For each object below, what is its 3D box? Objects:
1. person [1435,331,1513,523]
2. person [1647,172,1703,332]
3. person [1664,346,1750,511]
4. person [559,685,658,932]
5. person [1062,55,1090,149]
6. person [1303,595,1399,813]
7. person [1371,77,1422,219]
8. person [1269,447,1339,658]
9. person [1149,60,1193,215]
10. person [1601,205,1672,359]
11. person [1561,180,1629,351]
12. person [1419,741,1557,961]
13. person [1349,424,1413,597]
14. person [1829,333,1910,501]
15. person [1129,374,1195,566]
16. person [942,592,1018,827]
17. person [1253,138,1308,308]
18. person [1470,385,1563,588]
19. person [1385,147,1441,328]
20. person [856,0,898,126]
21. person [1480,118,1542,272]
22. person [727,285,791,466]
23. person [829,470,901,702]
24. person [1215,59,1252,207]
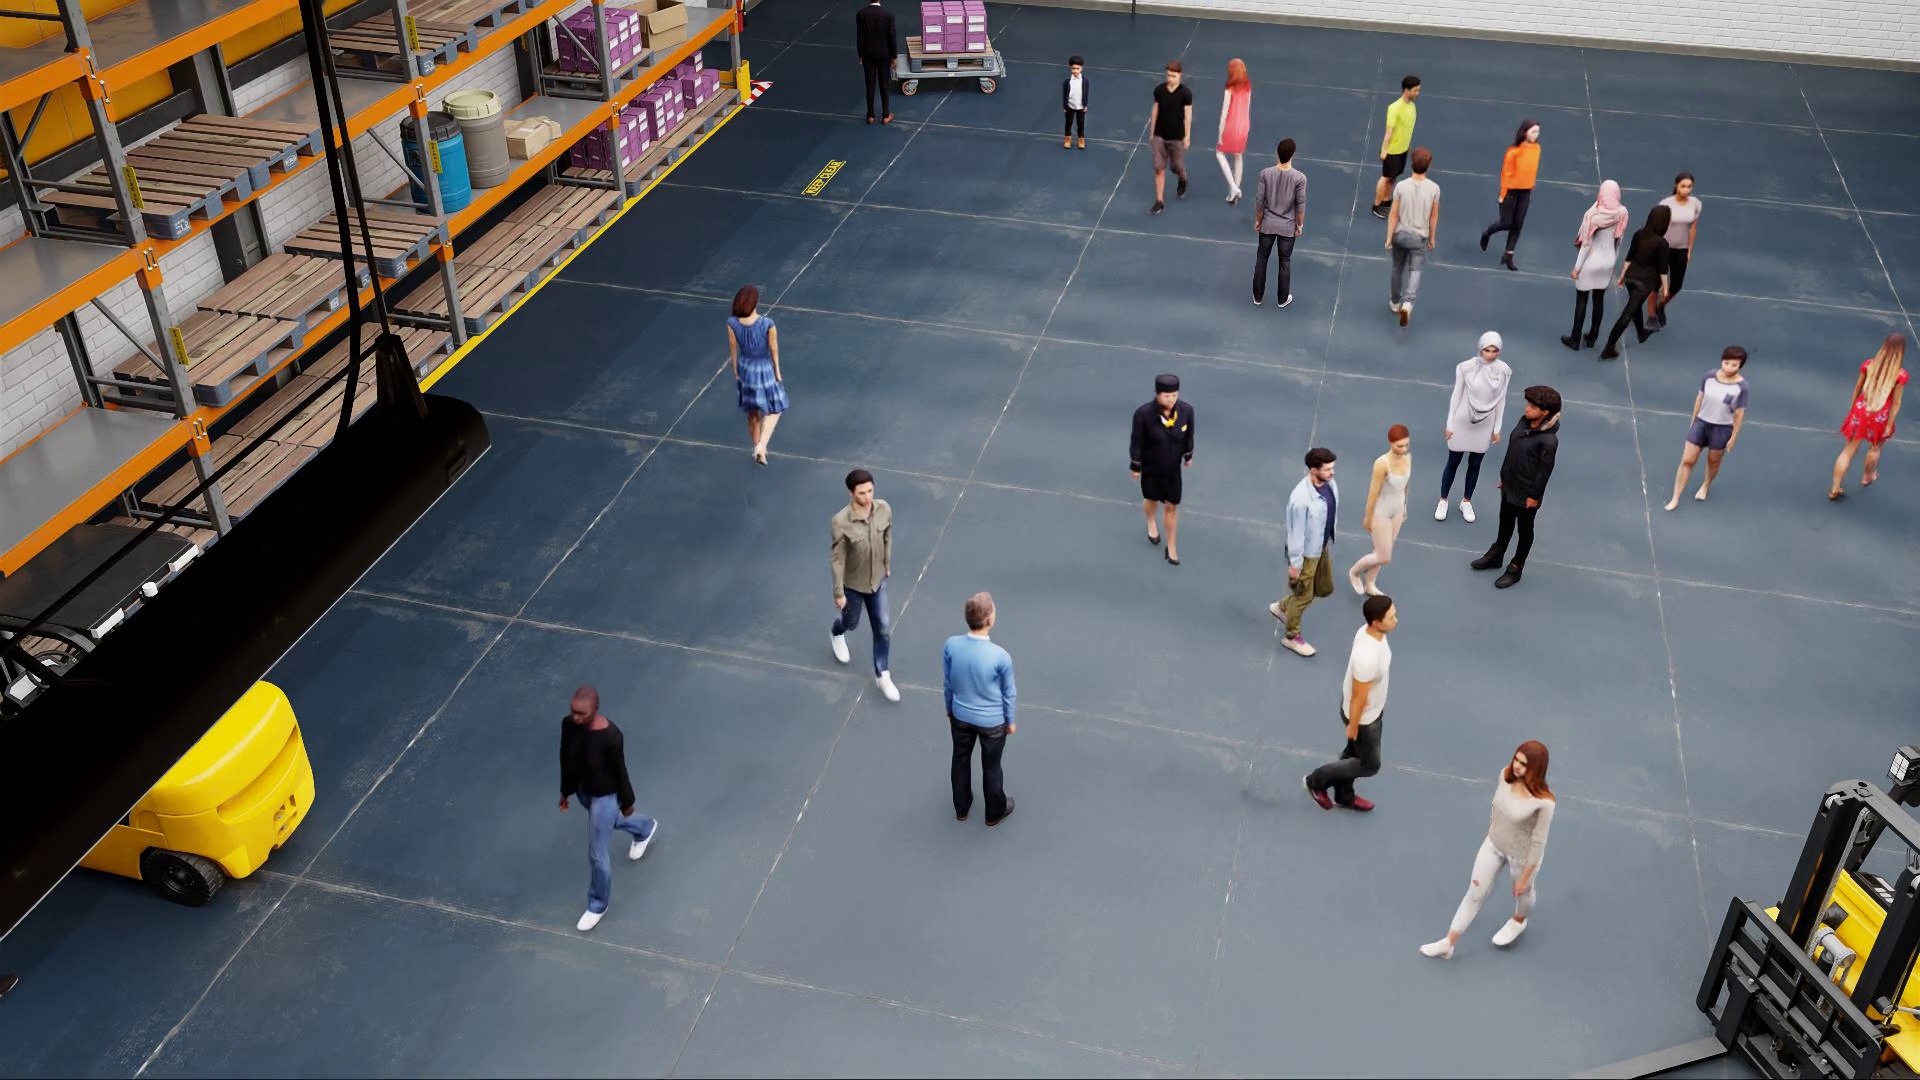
[{"bbox_3d":[4.389,-0.982,14.239,0.632,1.777,0.559,4,34,7],"label":"person"},{"bbox_3d":[7.386,-3.042,17.376,0.669,1.736,0.666,1,34,2],"label":"person"},{"bbox_3d":[6.597,-1.007,14.498,0.792,1.534,0.966,25,41,32],"label":"person"},{"bbox_3d":[-2.230,1.549,10.491,0.802,1.712,1.213,18,38,25],"label":"person"},{"bbox_3d":[1.524,-5.800,21.989,0.547,1.223,0.541,-1,34,-1],"label":"person"},{"bbox_3d":[2.595,1.105,11.085,0.695,1.794,0.659,9,35,14],"label":"person"},{"bbox_3d":[5.226,-4.731,19.948,0.806,1.703,0.675,26,42,34],"label":"person"},{"bbox_3d":[2.581,0.045,12.674,0.906,1.801,0.825,25,41,33],"label":"person"},{"bbox_3d":[2.577,-4.901,20.080,0.817,1.840,1.122,16,37,22],"label":"person"},{"bbox_3d":[6.801,-2.561,16.778,1.109,1.598,1.046,-18,38,-25],"label":"person"},{"bbox_3d":[6.485,-2.802,16.956,0.710,1.802,0.713,-5,34,-8],"label":"person"},{"bbox_3d":[3.412,1.854,10.066,1.145,1.675,1.061,-19,38,-26],"label":"person"},{"bbox_3d":[3.329,-0.247,13.267,0.688,1.631,0.752,-25,41,-33],"label":"person"},{"bbox_3d":[7.894,-1.036,14.509,0.977,1.569,0.850,-26,42,-34],"label":"person"},{"bbox_3d":[1.665,-0.663,13.880,0.904,1.645,1.038,-3,34,-5],"label":"person"},{"bbox_3d":[0.125,1.136,11.025,0.679,1.809,0.601,13,36,18],"label":"person"},{"bbox_3d":[3.407,-3.390,17.795,0.683,1.853,0.549,11,35,16],"label":"person"},{"bbox_3d":[4.562,-0.463,13.455,0.798,1.781,0.722,-13,36,-18],"label":"person"},{"bbox_3d":[4.728,-3.144,17.403,0.655,1.877,1.066,7,34,11],"label":"person"},{"bbox_3d":[-1.138,-6.603,22.600,0.733,1.884,0.598,4,34,5],"label":"person"},{"bbox_3d":[6.175,-3.908,18.683,0.870,1.731,0.955,-13,36,-19],"label":"person"},{"bbox_3d":[-1.830,-1.399,14.852,0.658,1.794,0.757,9,35,13],"label":"person"},{"bbox_3d":[-0.773,0.246,12.327,1.191,1.850,1.225,-18,38,-25],"label":"person"},{"bbox_3d":[3.358,-4.870,20.060,0.803,1.811,0.861,-16,37,-22],"label":"person"}]
